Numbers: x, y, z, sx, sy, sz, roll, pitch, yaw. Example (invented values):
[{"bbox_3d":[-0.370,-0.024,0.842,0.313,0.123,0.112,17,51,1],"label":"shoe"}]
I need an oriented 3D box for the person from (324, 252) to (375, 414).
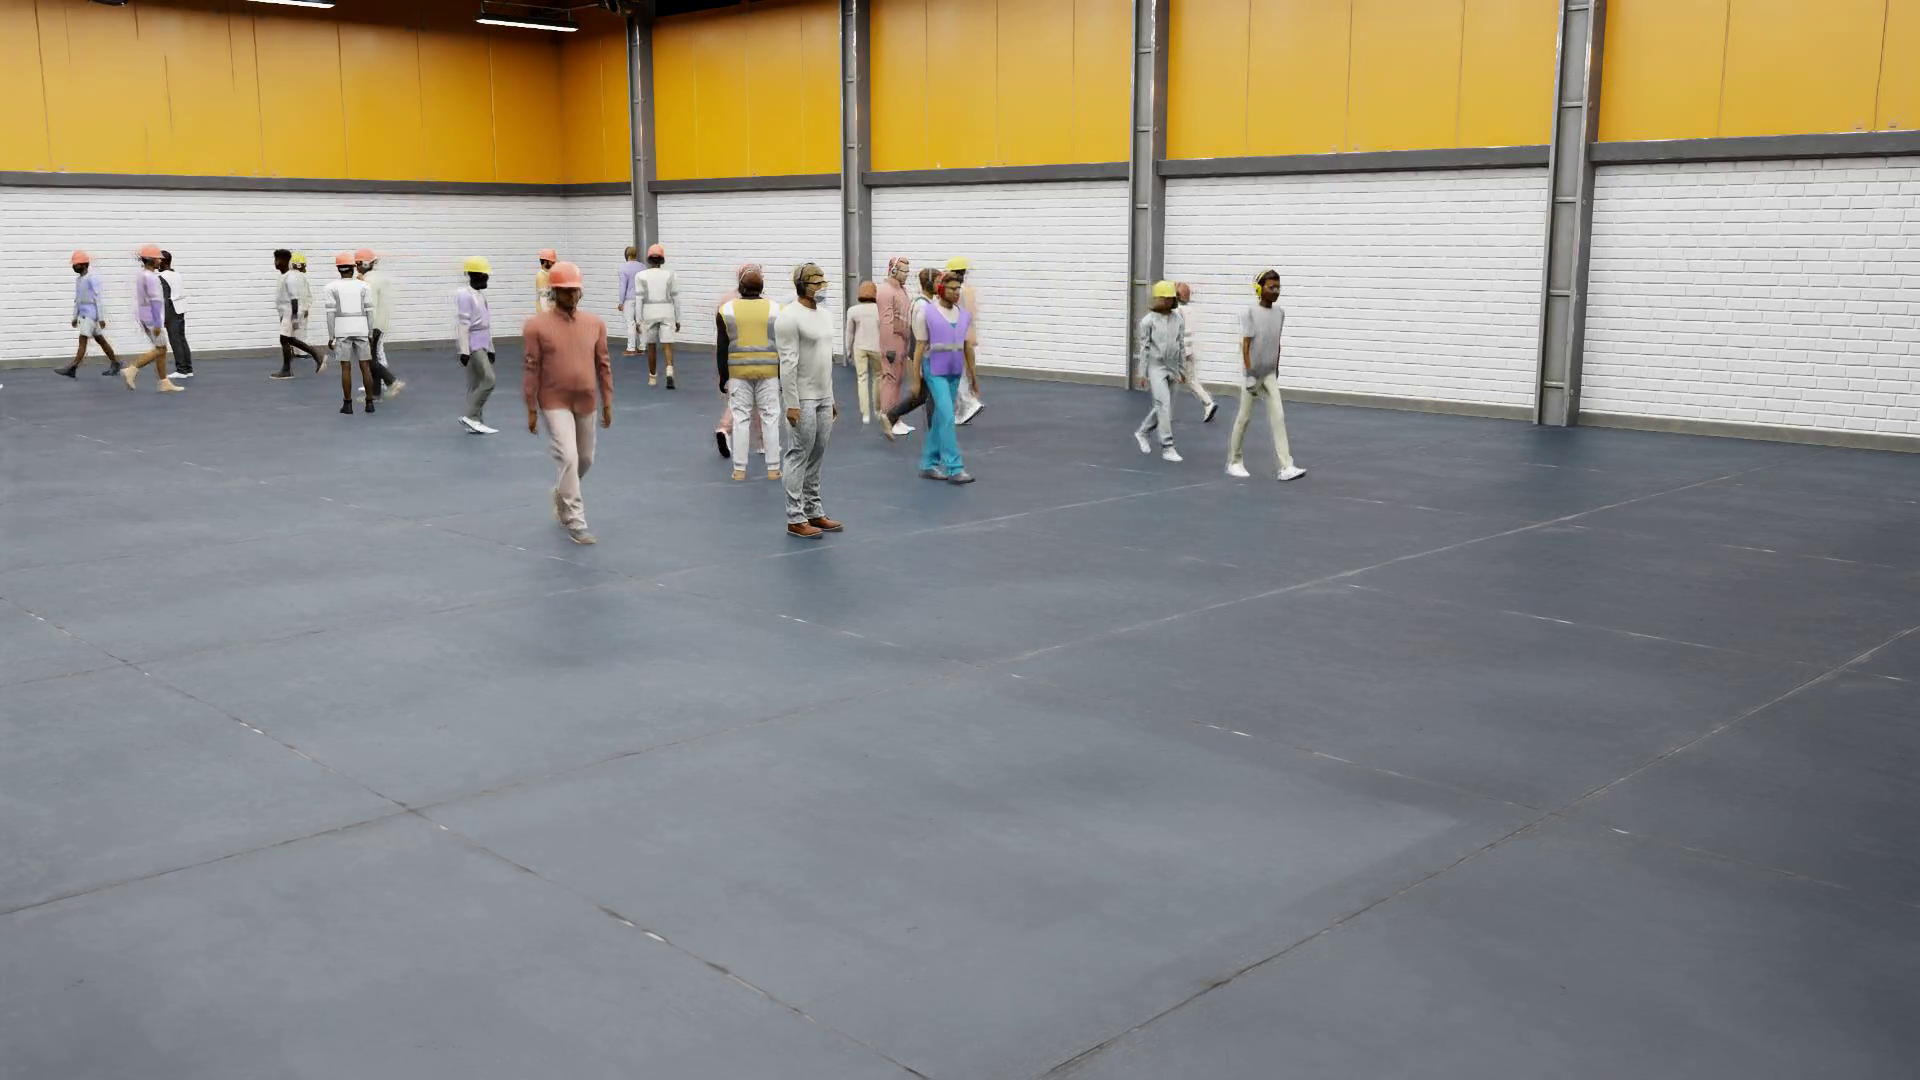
[{"bbox_3d":[-7.316,-2.480,19.962,0.546,1.934,0.376,-6,12,-28],"label":"person"}]

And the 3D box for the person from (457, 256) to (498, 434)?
[{"bbox_3d":[-5.139,-2.074,17.799,0.420,1.910,0.612,0,10,0],"label":"person"}]

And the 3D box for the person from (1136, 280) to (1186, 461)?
[{"bbox_3d":[1.919,-1.641,15.984,0.494,1.712,0.796,-6,12,-30],"label":"person"}]

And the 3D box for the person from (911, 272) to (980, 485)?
[{"bbox_3d":[-0.056,-1.380,14.280,0.602,1.808,0.853,-10,15,-44],"label":"person"}]

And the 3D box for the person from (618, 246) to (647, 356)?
[{"bbox_3d":[-5.814,-4.239,29.534,0.356,1.938,0.638,8,13,38],"label":"person"}]

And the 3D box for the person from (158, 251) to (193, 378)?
[{"bbox_3d":[-11.834,-3.391,25.031,0.404,1.905,0.605,-1,10,-6],"label":"person"}]

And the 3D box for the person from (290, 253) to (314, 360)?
[{"bbox_3d":[-11.332,-4.011,28.586,0.404,1.830,0.601,-8,13,-39],"label":"person"}]

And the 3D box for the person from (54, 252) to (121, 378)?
[{"bbox_3d":[-13.183,-3.388,25.057,0.563,1.879,1.012,9,14,42],"label":"person"}]

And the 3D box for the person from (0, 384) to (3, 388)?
[{"bbox_3d":[-13.659,-2.941,22.767,0.514,1.834,0.898,3,11,15],"label":"person"}]

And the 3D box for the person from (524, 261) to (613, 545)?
[{"bbox_3d":[-2.786,-0.989,11.768,0.624,1.965,0.908,-7,13,-34],"label":"person"}]

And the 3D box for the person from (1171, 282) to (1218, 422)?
[{"bbox_3d":[2.556,-2.124,18.900,0.749,1.616,0.518,8,13,38],"label":"person"}]

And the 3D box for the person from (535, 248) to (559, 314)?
[{"bbox_3d":[-6.178,-3.404,24.997,0.362,1.934,0.543,-1,10,-6],"label":"person"}]

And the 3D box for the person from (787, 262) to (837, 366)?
[{"bbox_3d":[-1.616,-2.031,17.743,0.568,1.848,0.385,-10,14,-44],"label":"person"}]

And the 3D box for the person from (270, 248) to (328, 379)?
[{"bbox_3d":[-9.949,-3.389,24.884,0.789,1.947,0.604,-6,12,-28],"label":"person"}]

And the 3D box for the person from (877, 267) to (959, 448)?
[{"bbox_3d":[-0.427,-1.821,16.685,0.763,1.825,0.517,1,10,3],"label":"person"}]

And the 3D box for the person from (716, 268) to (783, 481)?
[{"bbox_3d":[-1.801,-1.436,14.506,0.633,1.846,0.429,-2,11,-9],"label":"person"}]

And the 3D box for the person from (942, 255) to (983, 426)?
[{"bbox_3d":[-0.001,-2.210,18.543,0.453,1.910,0.612,5,11,24],"label":"person"}]

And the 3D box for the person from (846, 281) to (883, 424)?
[{"bbox_3d":[-1.045,-2.162,19.117,0.523,1.592,0.801,0,10,0],"label":"person"}]

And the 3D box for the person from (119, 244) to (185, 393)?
[{"bbox_3d":[-10.912,-2.959,22.336,0.743,2.024,0.618,-9,13,-39],"label":"person"}]

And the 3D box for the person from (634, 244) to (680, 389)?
[{"bbox_3d":[-4.218,-3.119,23.224,0.622,2.018,0.882,-3,11,-15],"label":"person"}]

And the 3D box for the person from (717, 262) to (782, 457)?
[{"bbox_3d":[-2.037,-1.730,16.020,0.652,1.879,0.813,5,11,24],"label":"person"}]

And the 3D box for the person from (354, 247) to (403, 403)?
[{"bbox_3d":[-7.477,-2.723,21.164,0.480,1.974,0.639,-4,11,-19],"label":"person"}]

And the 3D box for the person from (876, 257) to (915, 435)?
[{"bbox_3d":[-0.675,-2.093,17.943,0.407,1.902,0.639,2,11,10],"label":"person"}]

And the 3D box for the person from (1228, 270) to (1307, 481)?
[{"bbox_3d":[2.657,-1.415,14.454,0.538,1.827,0.964,-5,12,-26],"label":"person"}]

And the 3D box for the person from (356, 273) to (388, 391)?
[{"bbox_3d":[-8.145,-2.871,22.945,0.288,1.626,0.498,5,12,28],"label":"person"}]

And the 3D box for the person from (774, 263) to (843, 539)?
[{"bbox_3d":[-1.067,-0.989,11.819,0.372,1.940,0.631,5,11,24],"label":"person"}]
